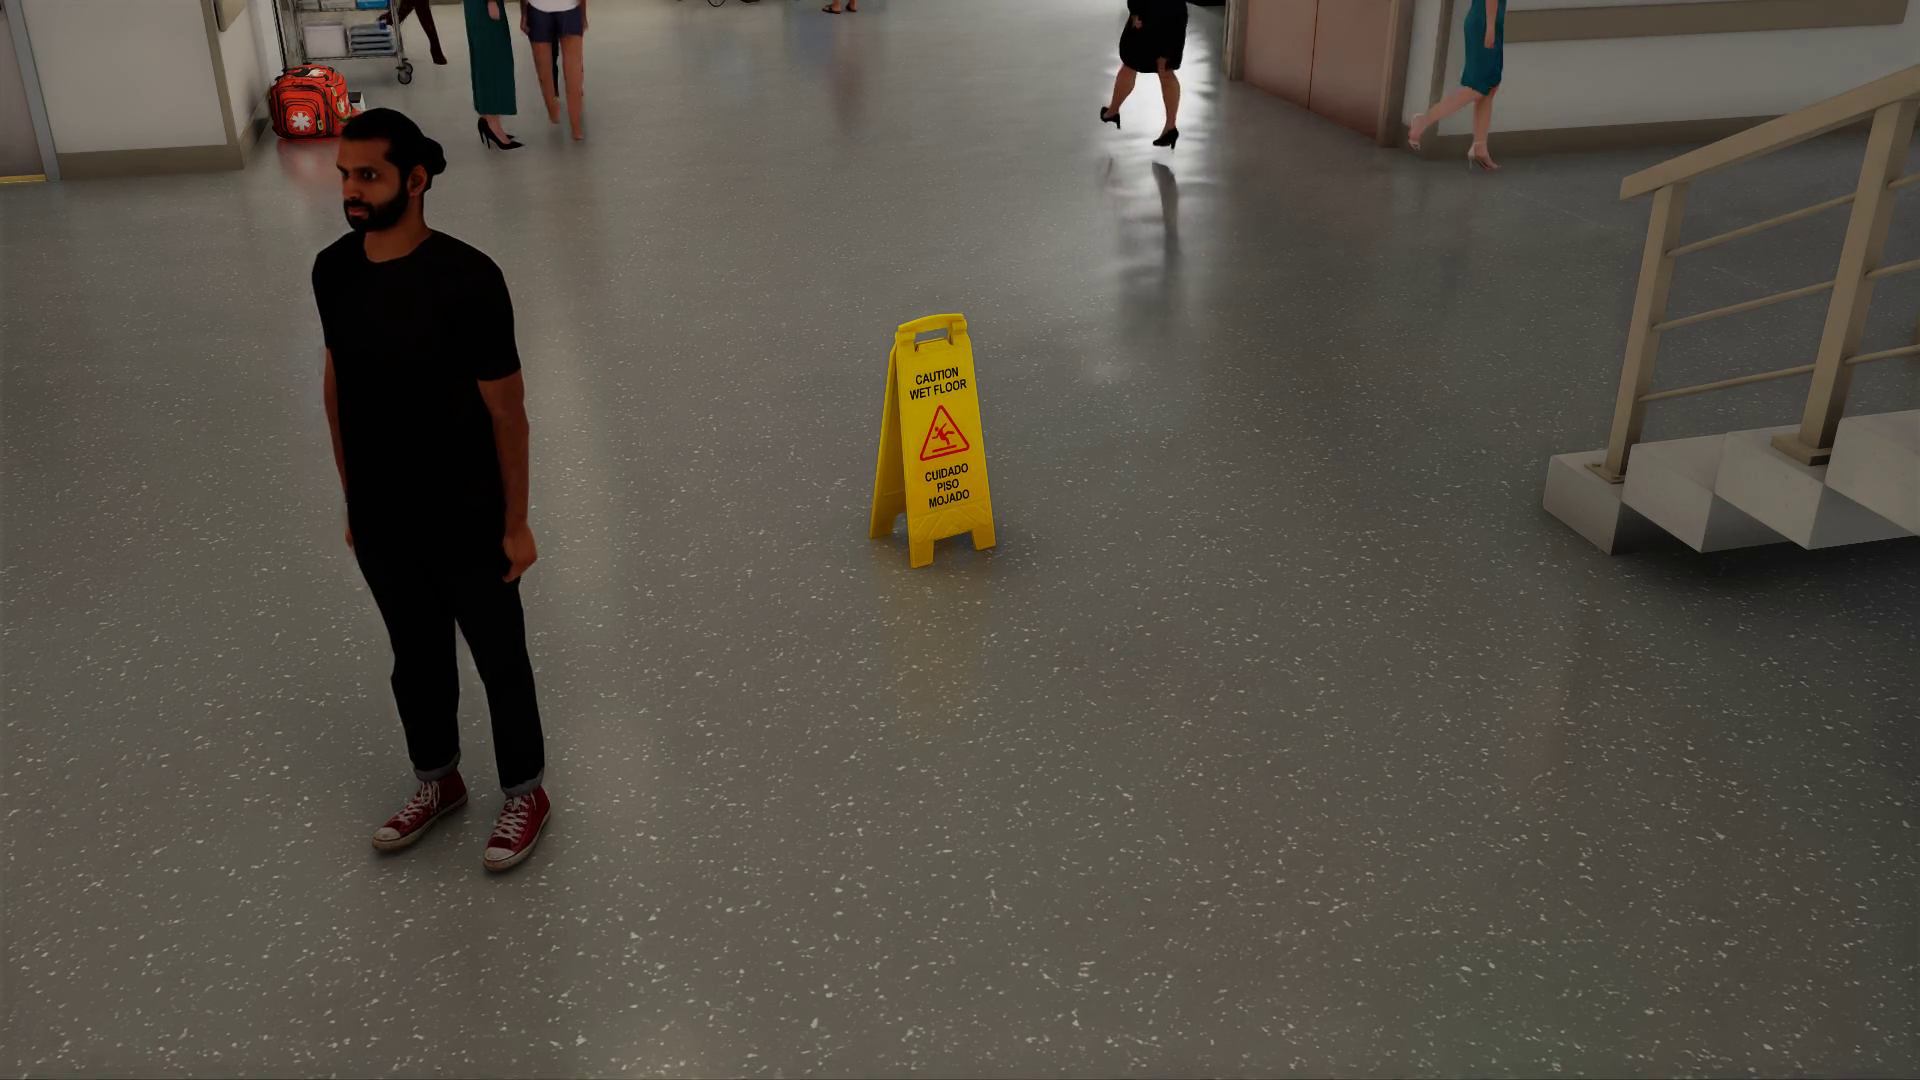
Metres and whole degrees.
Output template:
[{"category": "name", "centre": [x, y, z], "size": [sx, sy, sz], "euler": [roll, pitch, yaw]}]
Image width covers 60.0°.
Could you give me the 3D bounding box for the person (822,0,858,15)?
[{"category": "person", "centre": [-1.163, -5.909, 16.053], "size": [0.617, 1.554, 0.677], "euler": [-15, 29, -28]}]

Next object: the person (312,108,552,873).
[{"category": "person", "centre": [-1.175, -0.084, 3.738], "size": [0.718, 1.758, 0.737], "euler": [7, 27, 15]}]

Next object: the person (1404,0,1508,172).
[{"category": "person", "centre": [3.069, -3.054, 9.994], "size": [0.846, 1.675, 0.872], "euler": [5, 26, 11]}]

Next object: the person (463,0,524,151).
[{"category": "person", "centre": [-3.040, -3.404, 10.646], "size": [0.712, 1.739, 0.503], "euler": [-10, 28, -20]}]

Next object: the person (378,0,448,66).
[{"category": "person", "centre": [-4.486, -4.704, 13.408], "size": [1.112, 1.682, 0.970], "euler": [18, 31, 33]}]

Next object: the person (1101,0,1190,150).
[{"category": "person", "centre": [1.294, -3.286, 10.529], "size": [0.800, 1.627, 1.114], "euler": [-12, 28, -23]}]

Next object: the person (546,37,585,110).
[{"category": "person", "centre": [-2.868, -3.772, 11.760], "size": [0.606, 1.433, 0.893], "euler": [-5, 26, -11]}]

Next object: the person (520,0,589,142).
[{"category": "person", "centre": [-2.643, -3.385, 10.785], "size": [0.646, 1.583, 1.001], "euler": [-5, 26, -11]}]
